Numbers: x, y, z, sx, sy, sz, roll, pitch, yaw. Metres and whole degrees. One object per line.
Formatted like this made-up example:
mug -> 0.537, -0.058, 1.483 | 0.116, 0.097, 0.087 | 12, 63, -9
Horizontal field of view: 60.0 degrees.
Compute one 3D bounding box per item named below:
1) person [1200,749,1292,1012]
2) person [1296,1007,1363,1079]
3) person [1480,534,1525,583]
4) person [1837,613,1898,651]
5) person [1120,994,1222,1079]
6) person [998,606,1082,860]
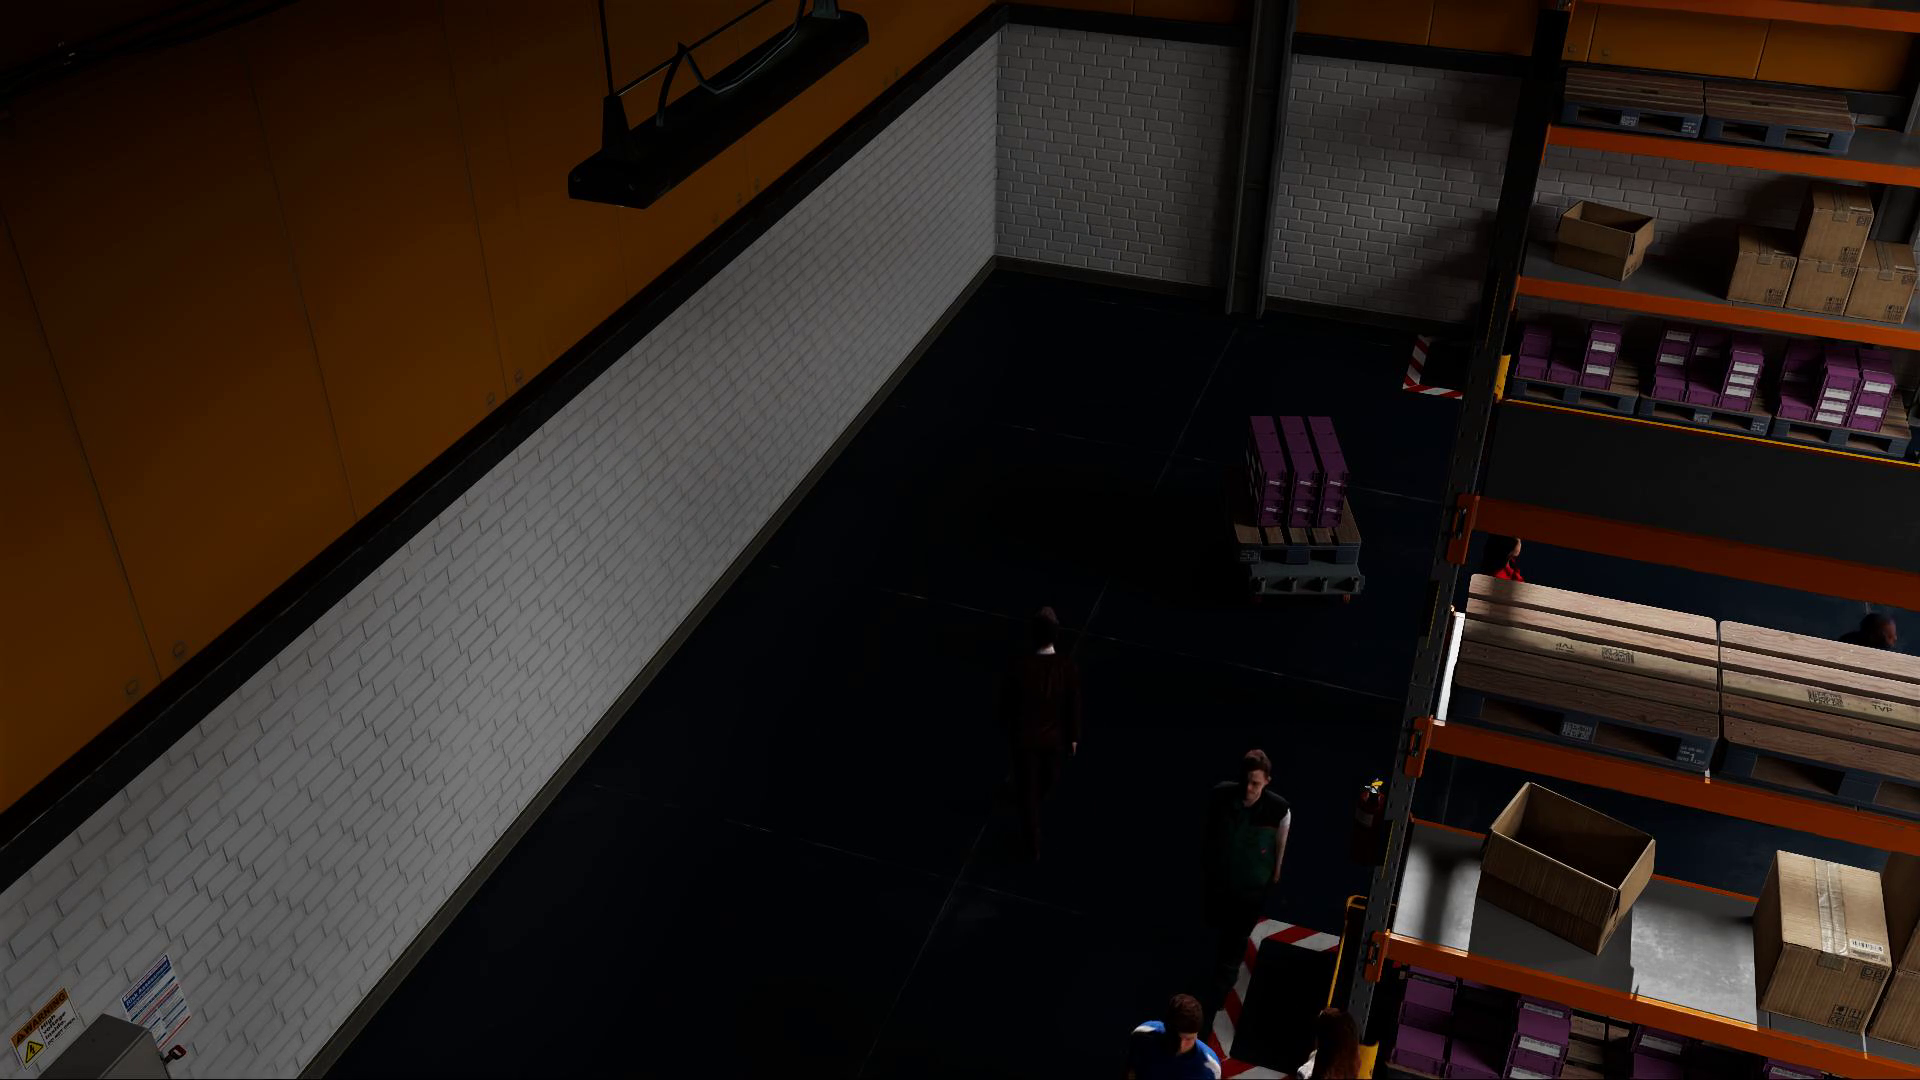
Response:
person -> 1.696, 1.949, 10.001 | 0.994, 1.823, 0.767 | 13, 36, 18
person -> 1.889, 3.050, 8.454 | 1.137, 1.701, 0.860 | 27, 42, 34
person -> 3.823, 0.647, 12.030 | 0.588, 1.746, 0.603 | 12, 35, 17
person -> 5.755, 1.220, 11.144 | 1.178, 1.772, 0.836 | 16, 37, 23
person -> 1.083, 2.928, 8.527 | 1.180, 1.824, 0.880 | 20, 39, 27
person -> 0.524, 1.323, 10.938 | 1.132, 1.828, 1.016 | -2, 34, -3
